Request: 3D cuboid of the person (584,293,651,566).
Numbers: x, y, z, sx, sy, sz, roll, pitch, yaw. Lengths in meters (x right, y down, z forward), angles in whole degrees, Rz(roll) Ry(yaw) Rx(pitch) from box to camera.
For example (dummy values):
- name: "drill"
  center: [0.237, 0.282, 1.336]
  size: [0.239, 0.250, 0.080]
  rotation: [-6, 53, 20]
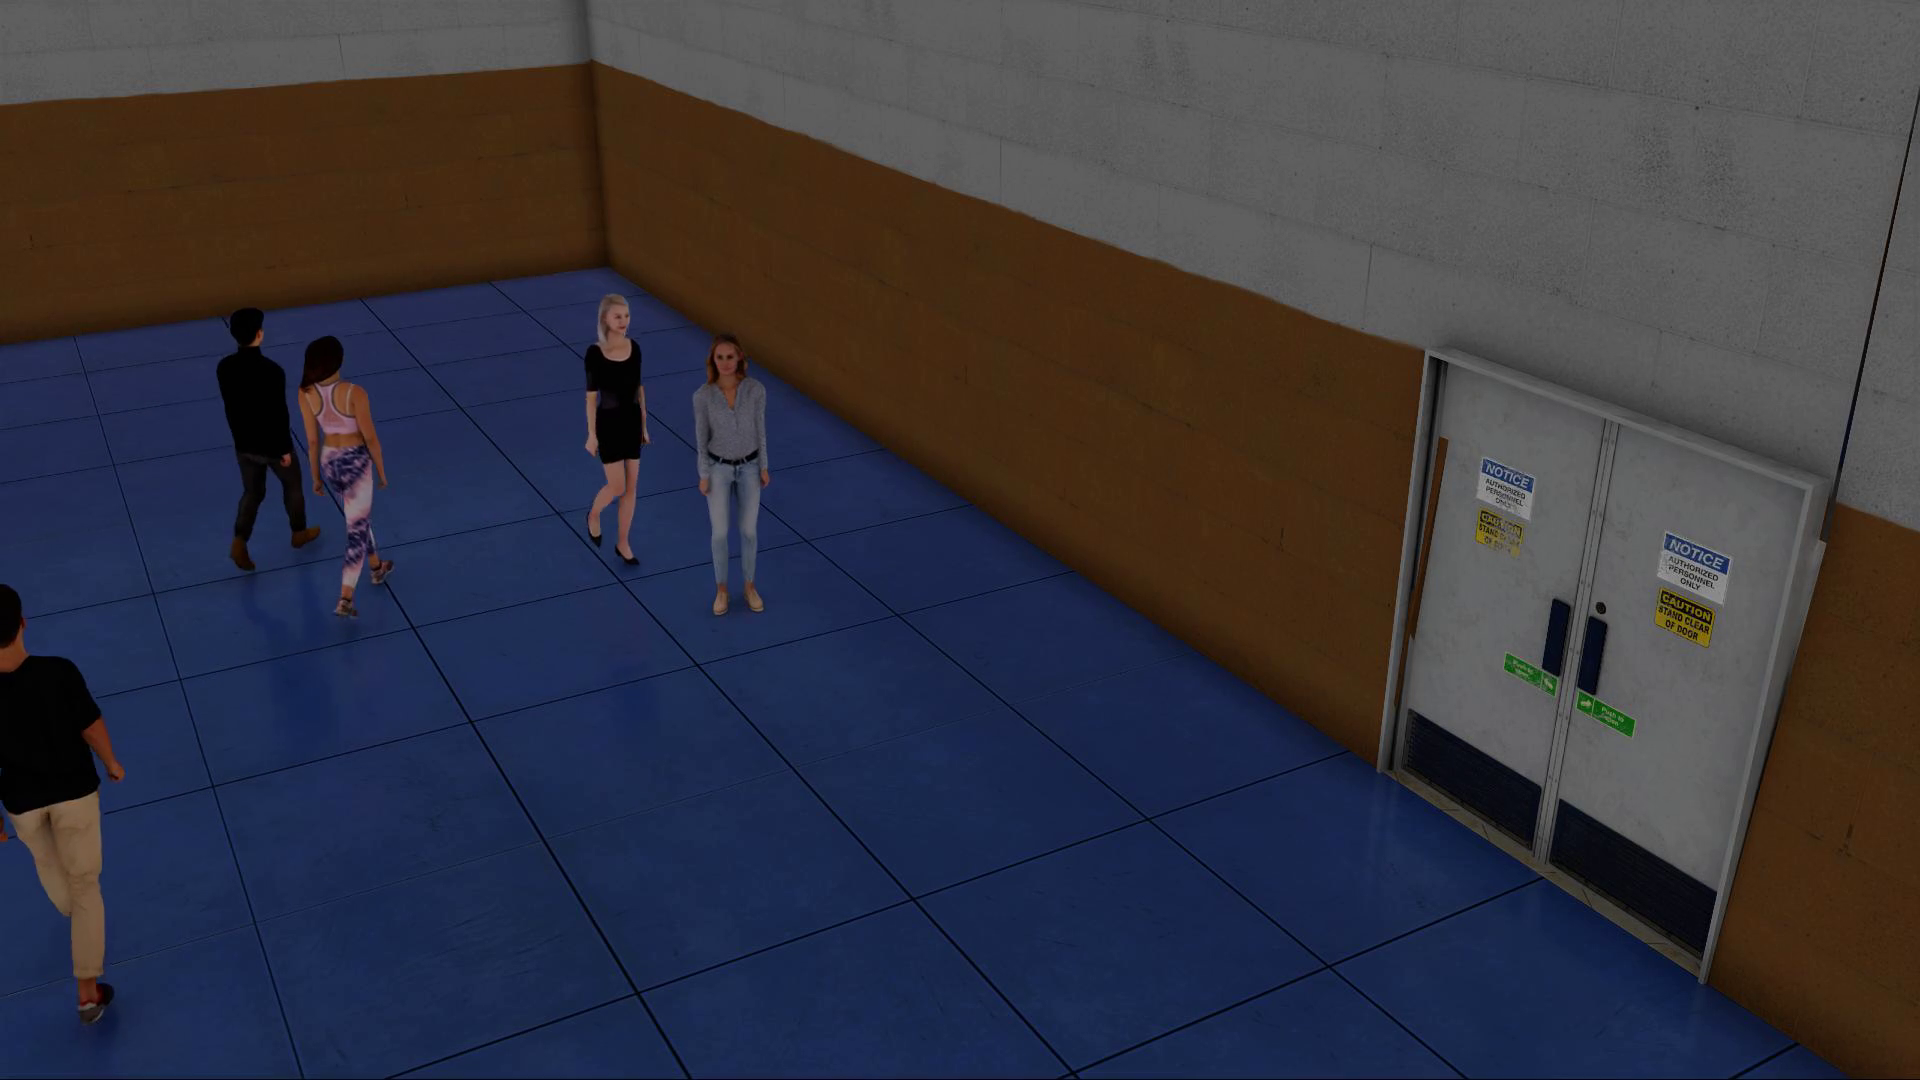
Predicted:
- name: "person"
  center: [-2.285, -0.721, 10.864]
  size: [0.737, 1.815, 0.782]
  rotation: [-21, 31, -40]

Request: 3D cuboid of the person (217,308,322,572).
- name: "person"
  center: [-4.573, -0.624, 10.786]
  size: [1.103, 1.700, 1.118]
  rotation: [3, 24, 8]

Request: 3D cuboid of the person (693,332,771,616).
- name: "person"
  center: [-1.386, -0.407, 10.171]
  size: [0.531, 1.795, 0.700]
  rotation: [-5, 24, -12]

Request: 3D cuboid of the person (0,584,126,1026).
- name: "person"
  center: [-3.655, 1.094, 6.691]
  size: [1.178, 1.809, 0.893]
  rotation: [-7, 25, -15]

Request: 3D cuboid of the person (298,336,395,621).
- name: "person"
  center: [-3.749, -0.349, 10.124]
  size: [1.191, 1.727, 1.111]
  rotation: [2, 24, 4]
